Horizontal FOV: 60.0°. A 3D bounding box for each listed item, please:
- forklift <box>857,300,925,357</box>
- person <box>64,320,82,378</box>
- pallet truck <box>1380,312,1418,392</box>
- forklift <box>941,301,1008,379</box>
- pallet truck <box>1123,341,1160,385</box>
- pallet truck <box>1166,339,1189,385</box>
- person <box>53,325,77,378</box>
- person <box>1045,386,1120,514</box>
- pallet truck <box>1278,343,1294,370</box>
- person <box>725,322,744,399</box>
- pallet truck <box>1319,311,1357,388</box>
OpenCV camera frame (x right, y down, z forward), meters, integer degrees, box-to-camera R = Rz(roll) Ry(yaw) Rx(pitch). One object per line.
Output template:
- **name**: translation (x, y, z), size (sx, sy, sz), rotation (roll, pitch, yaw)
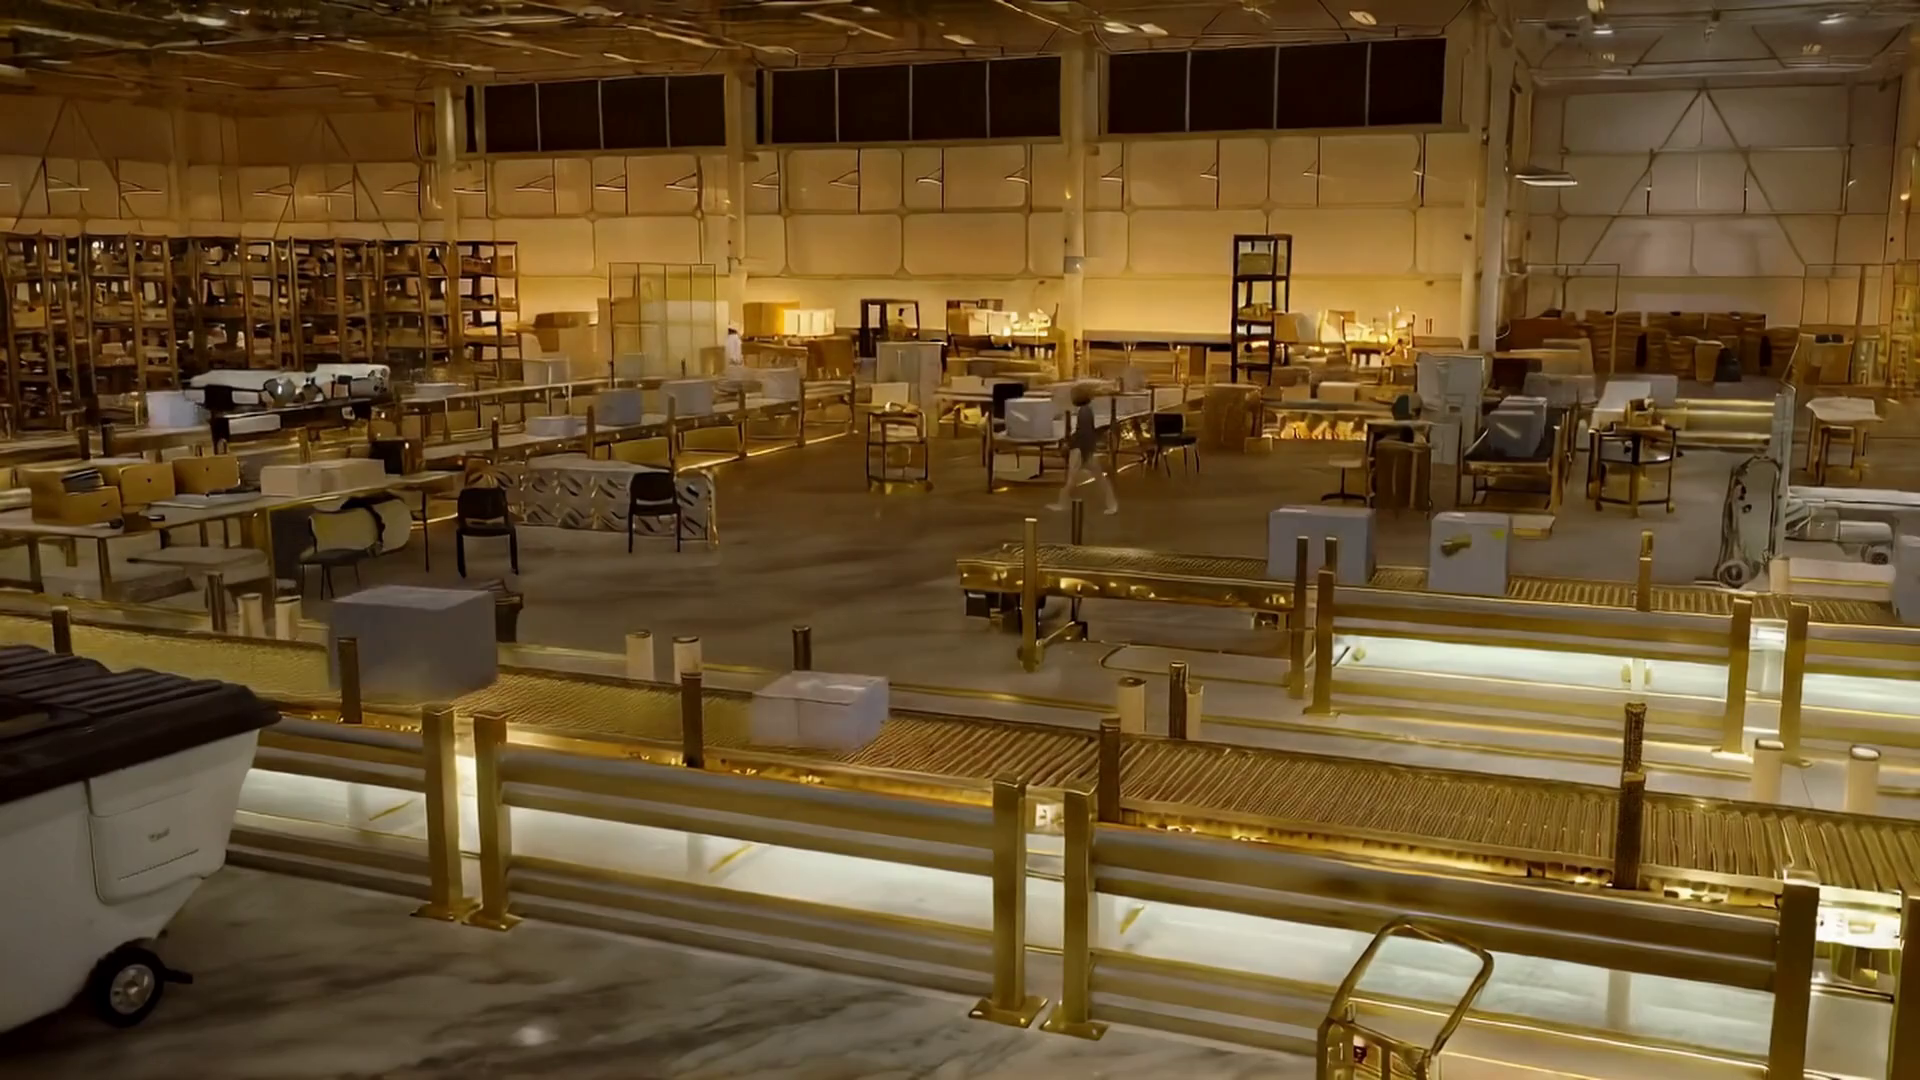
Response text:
- **forklift**: translation (-1.732, -5.109, 42.468), size (1.157, 1.987, 2.680), rotation (4, 10, 22)
- **person**: translation (-20.005, -4.031, 37.351), size (0.591, 1.827, 0.453), rotation (4, 10, 22)
- **pallet truck**: translation (10.207, -4.283, 38.369), size (0.823, 1.965, 1.885), rotation (3, 10, 20)
- **forklift**: translation (0.365, -4.966, 41.571), size (1.157, 1.987, 2.680), rotation (3, 10, 20)
- **pallet truck**: translation (4.445, -4.380, 41.279), size (0.680, 1.201, 1.601), rotation (4, 10, 22)
- **pallet truck**: translation (5.418, -4.269, 40.420), size (0.704, 1.261, 1.522), rotation (3, 10, 20)
- **person**: translation (-19.528, -3.924, 36.192), size (0.620, 1.997, 0.372), rotation (0, 9, 0)
- **person**: translation (1.540, -1.088, 20.297), size (0.921, 1.574, 0.493), rotation (3, 10, 17)
- **pallet truck**: translation (7.886, -4.163, 39.743), size (0.653, 1.274, 1.630), rotation (4, 10, 22)
- **person**: translation (-5.092, -4.061, 37.722), size (0.533, 1.767, 0.326), rotation (8, 12, 39)
- **pallet truck**: translation (9.071, -4.419, 39.190), size (0.823, 1.965, 1.885), rotation (5, 10, 26)
